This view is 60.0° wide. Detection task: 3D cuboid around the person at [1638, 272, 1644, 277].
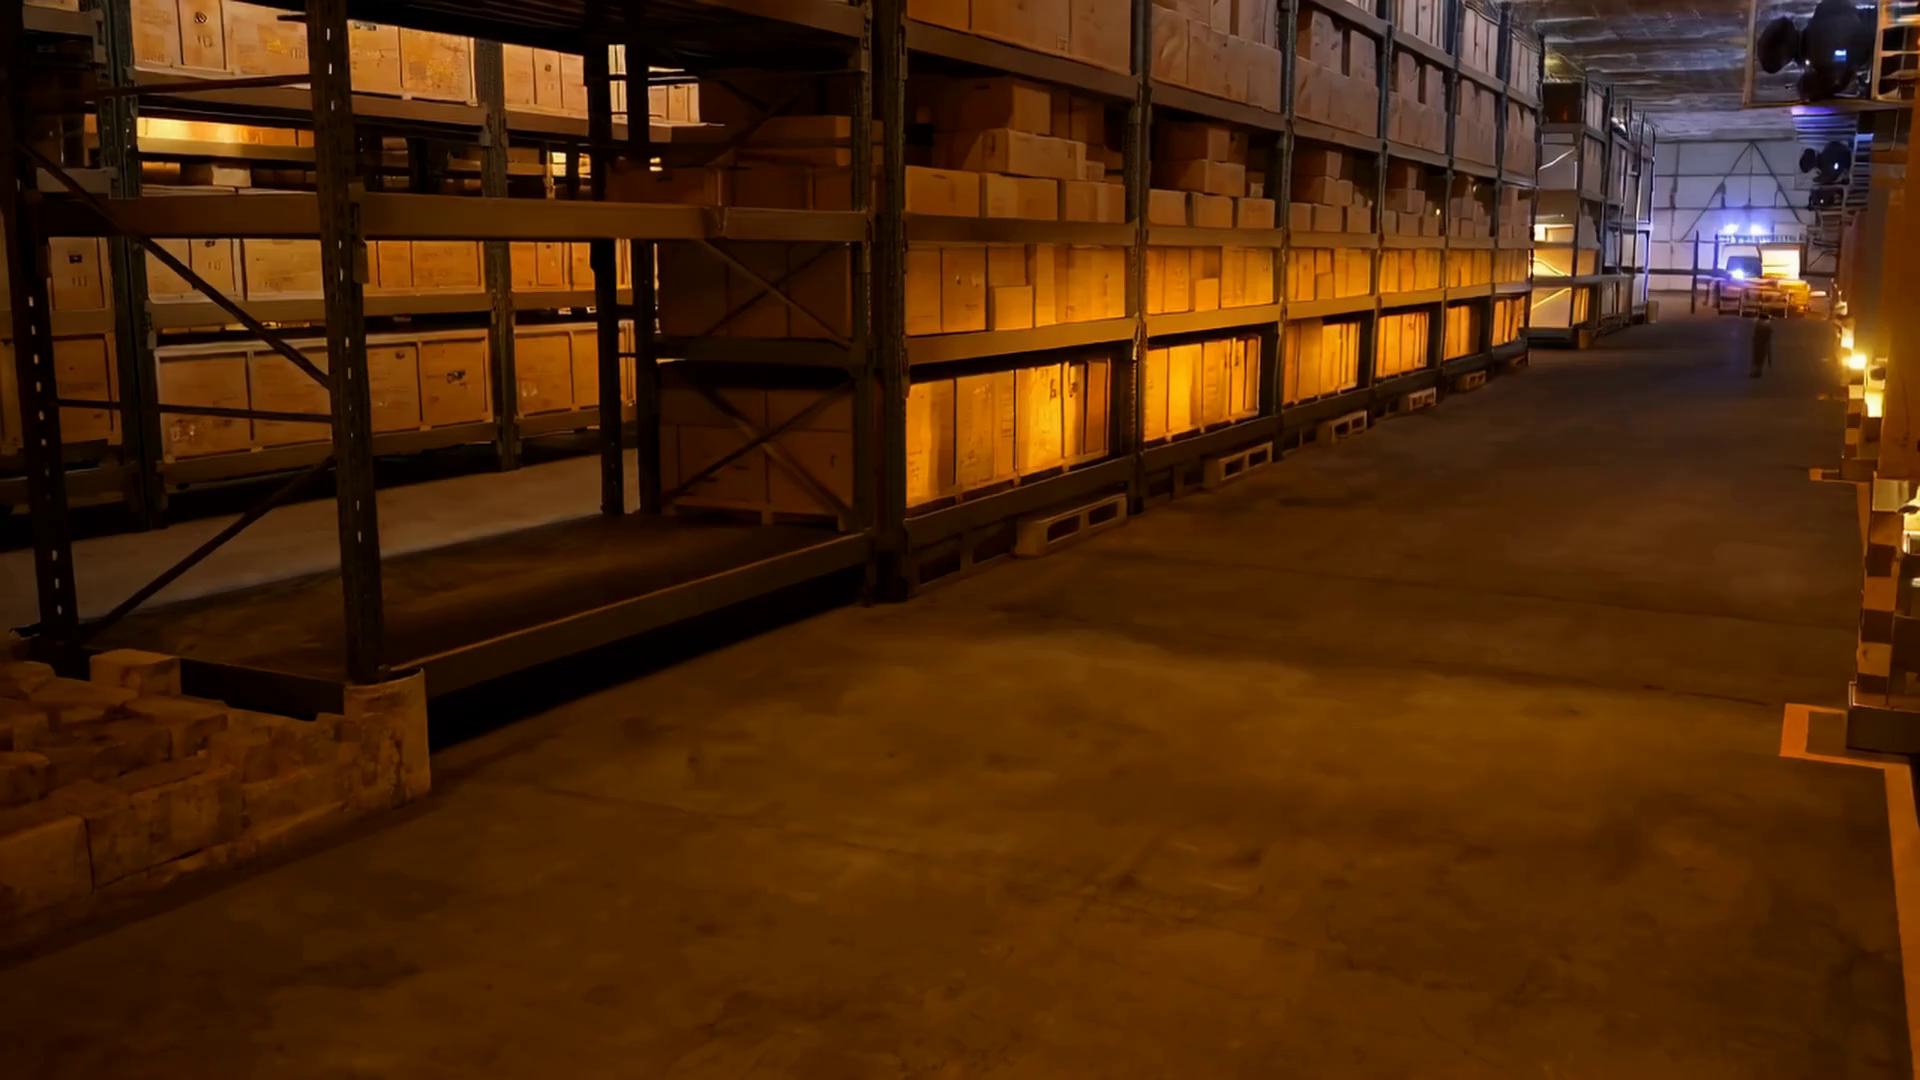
[{"bbox_3d":[36.352,-13.966,88.821,0.508,1.629,0.314,2,10,14],"label":"person"}]
